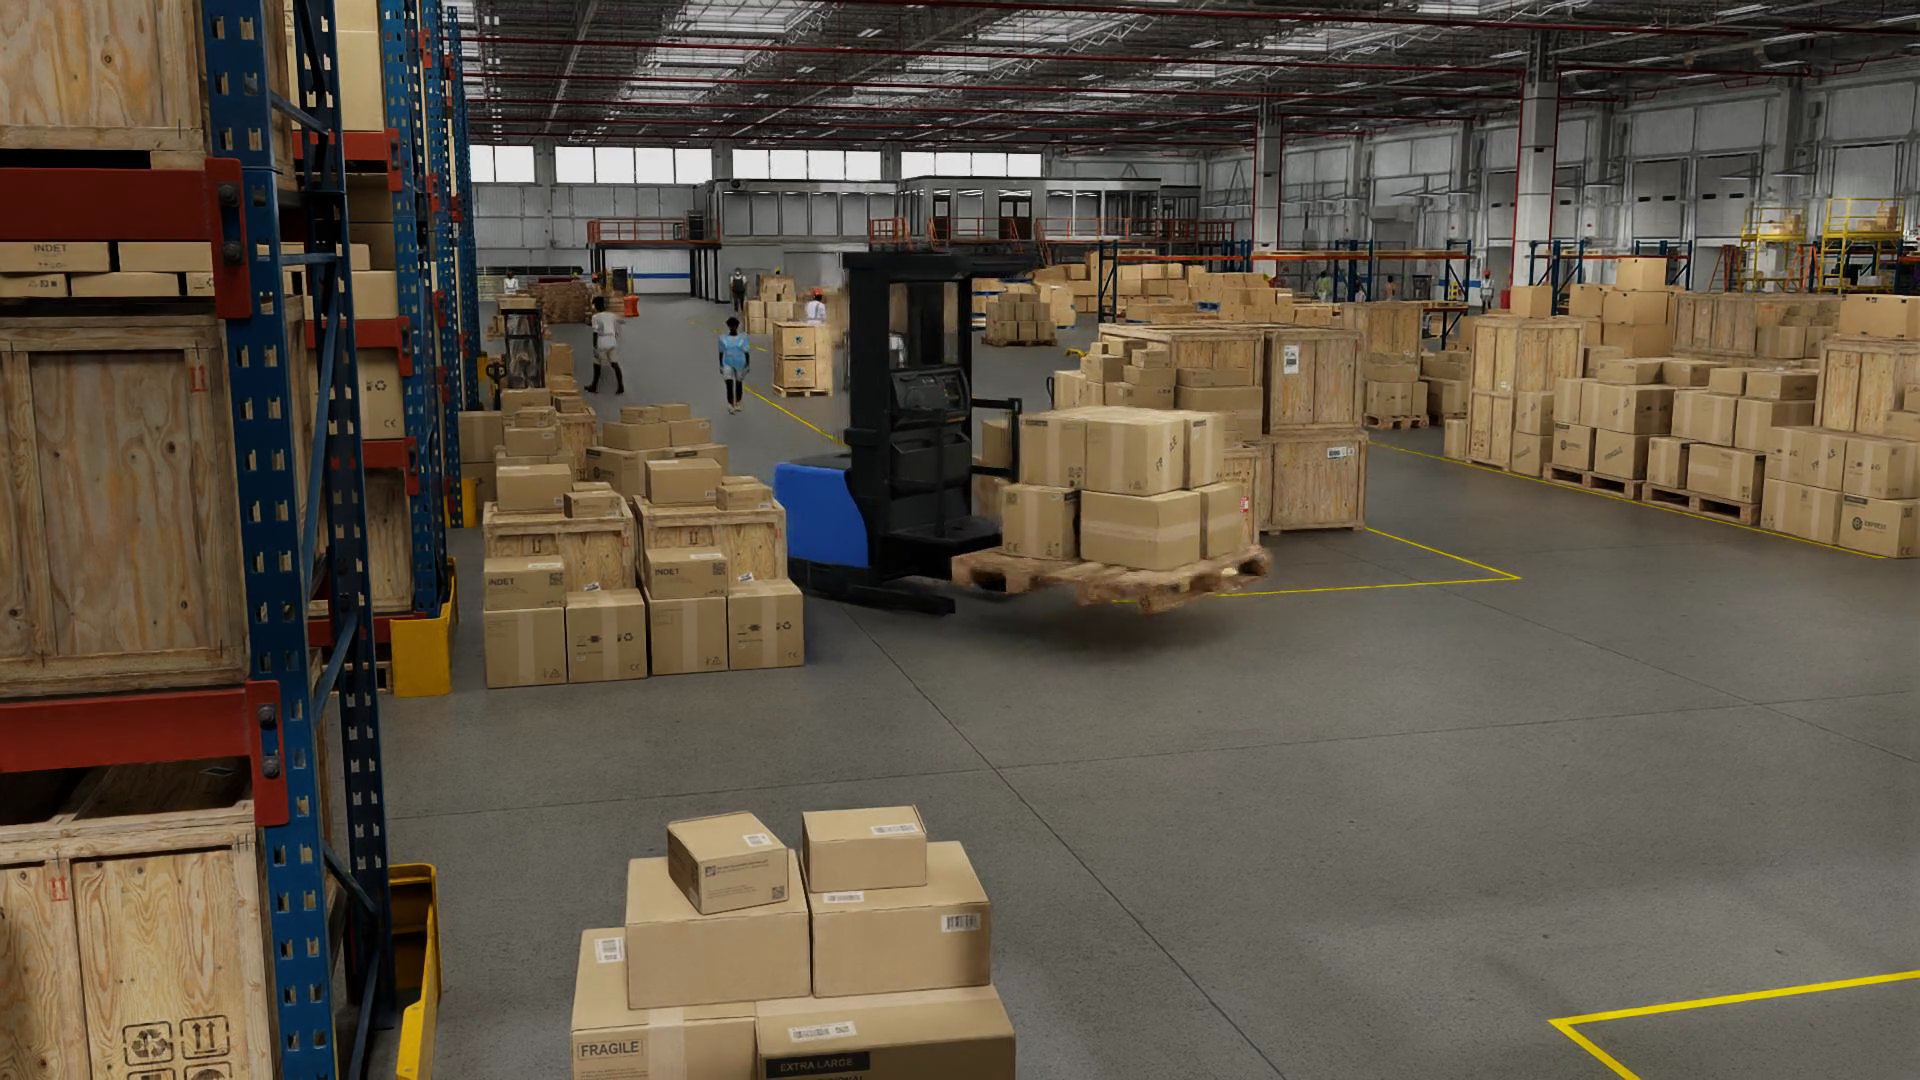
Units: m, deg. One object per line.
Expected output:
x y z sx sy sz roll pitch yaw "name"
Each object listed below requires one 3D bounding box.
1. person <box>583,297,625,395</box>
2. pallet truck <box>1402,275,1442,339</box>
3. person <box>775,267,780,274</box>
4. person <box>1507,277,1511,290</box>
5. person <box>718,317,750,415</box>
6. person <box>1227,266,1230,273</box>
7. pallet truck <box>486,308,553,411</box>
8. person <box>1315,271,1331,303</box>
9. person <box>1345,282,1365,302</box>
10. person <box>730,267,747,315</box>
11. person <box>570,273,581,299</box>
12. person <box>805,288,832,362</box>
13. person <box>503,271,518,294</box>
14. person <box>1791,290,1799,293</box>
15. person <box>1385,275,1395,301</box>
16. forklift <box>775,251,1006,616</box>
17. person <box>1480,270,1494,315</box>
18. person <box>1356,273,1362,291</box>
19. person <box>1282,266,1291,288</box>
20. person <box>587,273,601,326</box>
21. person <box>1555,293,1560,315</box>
-6.877 -3.735 32.077 1.012 1.895 0.717 7 12 36 "person"
14.620 -7.324 52.145 0.823 1.965 1.885 8 13 40 "pallet truck"
-8.146 -11.253 74.590 0.594 1.925 0.376 4 11 20 "person"
23.578 -10.577 70.833 0.629 1.899 0.542 -1 10 -8 "person"
-3.892 -3.015 28.698 0.537 1.664 0.844 -1 10 -7 "person"
12.671 -12.034 78.945 0.607 1.951 0.381 3 10 16 "person"
-6.242 -2.418 24.362 0.823 1.965 1.885 1 10 3 "pallet truck"
15.626 -10.711 71.892 0.945 1.793 0.658 -8 13 -38 "person"
11.509 -6.592 48.443 0.632 1.843 0.429 -2 10 -9 "person"
-9.375 -10.575 70.433 0.691 2.000 0.781 -1 10 -4 "person"
-16.605 -10.723 72.170 0.658 1.728 0.389 -7 12 -34 "person"
-3.341 -5.010 39.354 0.568 1.882 0.977 9 14 42 "person"
-18.504 -10.154 68.554 0.585 1.867 0.619 -2 10 -12 "person"
18.329 -4.551 36.728 0.654 1.895 0.951 1 10 7 "person"
18.012 -10.225 69.470 0.638 1.675 0.535 -5 11 -24 "person"
-0.527 -0.944 13.517 1.873 2.768 1.129 7 12 36 "forklift"
21.220 -9.912 66.978 0.547 1.934 0.376 8 13 38 "person"
16.620 -10.320 69.755 0.307 1.772 0.526 -9 13 -40 "person"
15.293 -11.927 78.355 0.991 1.956 0.612 3 10 15 "person"
-13.054 -8.683 60.104 0.832 1.907 0.538 -4 11 -20 "person"
17.494 -6.733 49.157 0.582 1.877 0.351 -6 12 -32 "person"
